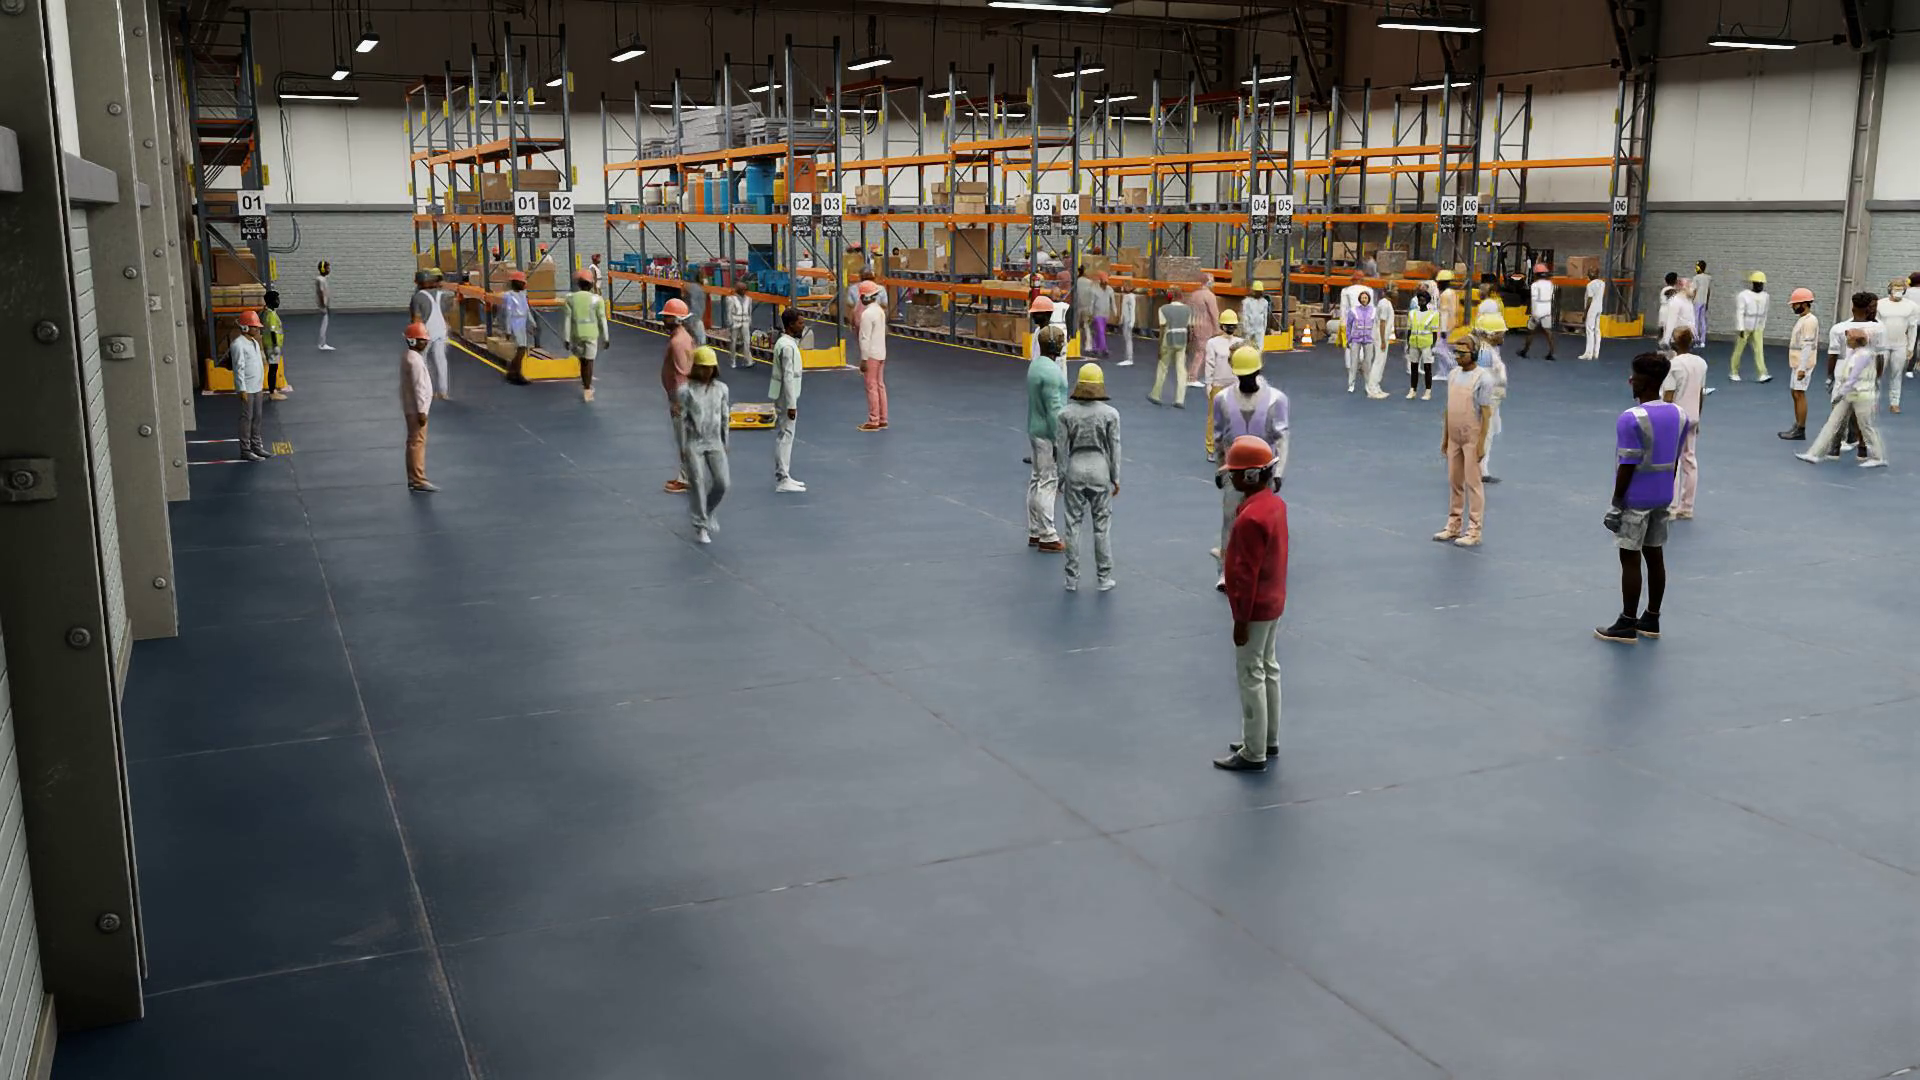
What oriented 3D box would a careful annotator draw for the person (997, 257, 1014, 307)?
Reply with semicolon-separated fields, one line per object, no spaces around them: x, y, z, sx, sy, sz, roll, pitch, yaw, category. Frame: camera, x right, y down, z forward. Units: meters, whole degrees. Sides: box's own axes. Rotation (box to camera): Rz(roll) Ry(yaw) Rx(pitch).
1.335;-7.506;48.699;0.514;1.641;0.307;4;12;18;person

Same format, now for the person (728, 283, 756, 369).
-4.042;-3.938;30.693;0.535;1.577;0.901;-6;13;-28;person

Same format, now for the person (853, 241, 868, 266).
-2.987;-7.673;48.514;0.608;2.048;0.365;-7;13;-30;person

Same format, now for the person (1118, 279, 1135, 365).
3.172;-4.128;31.557;0.279;1.633;0.504;-2;11;-11;person

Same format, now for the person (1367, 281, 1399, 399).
6.597;-3.108;25.884;0.375;1.833;0.517;5;12;22;person

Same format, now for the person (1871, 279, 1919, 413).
13.433;-2.791;24.004;0.627;1.933;0.366;4;12;20;person

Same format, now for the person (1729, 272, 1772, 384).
13.485;-3.612;28.305;0.587;1.878;1.006;-1;11;-3;person

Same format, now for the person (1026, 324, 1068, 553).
0.756;-0.864;14.182;0.372;1.940;0.630;-3;11;-13;person

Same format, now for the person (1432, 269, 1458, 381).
8.327;-3.678;28.545;0.460;1.911;0.594;6;12;27;person

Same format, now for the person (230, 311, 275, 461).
-8.267;-1.797;19.424;0.350;1.743;0.563;0;11;1;person

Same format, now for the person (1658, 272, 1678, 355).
14.190;-4.503;33.295;0.318;1.697;0.535;-1;11;-5;person

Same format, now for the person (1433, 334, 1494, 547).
4.391;-0.868;14.460;0.343;1.840;0.502;-5;12;-25;person

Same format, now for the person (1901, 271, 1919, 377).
16.779;-3.800;29.344;0.543;1.847;0.556;4;12;20;person

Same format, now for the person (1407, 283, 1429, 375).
8.198;-3.771;29.719;0.517;1.638;0.314;-10;15;-42;person

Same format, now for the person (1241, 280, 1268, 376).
5.153;-3.721;29.273;0.495;1.712;0.737;-1;11;-7;person

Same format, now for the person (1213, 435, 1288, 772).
1.505;0.325;8.641;0.354;1.743;0.572;5;12;24;person

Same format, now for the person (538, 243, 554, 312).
-12.128;-7.675;48.653;0.393;1.992;0.622;-10;15;-43;person

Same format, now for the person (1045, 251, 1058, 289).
2.771;-7.684;49.290;0.529;1.767;0.316;3;12;16;person

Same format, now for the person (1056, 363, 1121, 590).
0.985;-0.481;12.740;0.492;1.740;0.325;2;11;10;person

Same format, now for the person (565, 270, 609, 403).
-5.701;-3.132;25.549;0.628;1.997;0.992;1;11;7;person

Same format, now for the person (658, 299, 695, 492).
-2.914;-1.498;17.252;0.370;1.996;0.622;-1;11;-3;person

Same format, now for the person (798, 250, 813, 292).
-4.786;-8.181;51.889;0.574;1.725;0.434;-2;11;-8;person

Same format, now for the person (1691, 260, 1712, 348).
15.854;-5.059;35.699;0.509;1.865;0.329;-4;12;-21;person

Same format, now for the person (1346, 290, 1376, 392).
6.486;-3.197;26.799;0.522;1.639;0.305;1;11;7;person

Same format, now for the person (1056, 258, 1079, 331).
2.402;-5.394;37.404;0.661;1.863;0.981;-4;12;-19;person

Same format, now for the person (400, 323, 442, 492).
-5.619;-1.379;17.279;0.339;1.748;0.564;-6;12;-26;person

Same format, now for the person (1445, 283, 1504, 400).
8.094;-3.091;25.871;0.524;1.788;0.981;-10;15;-41;person

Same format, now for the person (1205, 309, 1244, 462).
3.091;-1.786;19.308;0.523;1.769;0.315;-3;12;-17;person

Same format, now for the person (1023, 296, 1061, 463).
0.948;-1.802;18.948;0.370;1.939;0.543;-4;12;-21;person

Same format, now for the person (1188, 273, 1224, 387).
4.148;-3.474;27.632;0.892;1.878;0.664;-3;12;-16;person

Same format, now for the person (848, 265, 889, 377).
-1.620;-3.871;29.203;0.697;2.000;0.977;2;11;8;person

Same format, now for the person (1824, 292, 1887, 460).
10.445;-1.909;19.421;0.602;1.967;0.366;5;12;23;person

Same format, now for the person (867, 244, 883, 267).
-2.505;-7.789;49.320;0.641;1.969;0.904;-5;12;-25;person

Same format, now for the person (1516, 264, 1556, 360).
11.440;-4.488;32.785;0.555;1.886;1.032;-4;12;-20;person

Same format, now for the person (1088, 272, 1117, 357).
2.888;-4.549;33.537;0.568;1.693;0.929;-6;13;-28;person
